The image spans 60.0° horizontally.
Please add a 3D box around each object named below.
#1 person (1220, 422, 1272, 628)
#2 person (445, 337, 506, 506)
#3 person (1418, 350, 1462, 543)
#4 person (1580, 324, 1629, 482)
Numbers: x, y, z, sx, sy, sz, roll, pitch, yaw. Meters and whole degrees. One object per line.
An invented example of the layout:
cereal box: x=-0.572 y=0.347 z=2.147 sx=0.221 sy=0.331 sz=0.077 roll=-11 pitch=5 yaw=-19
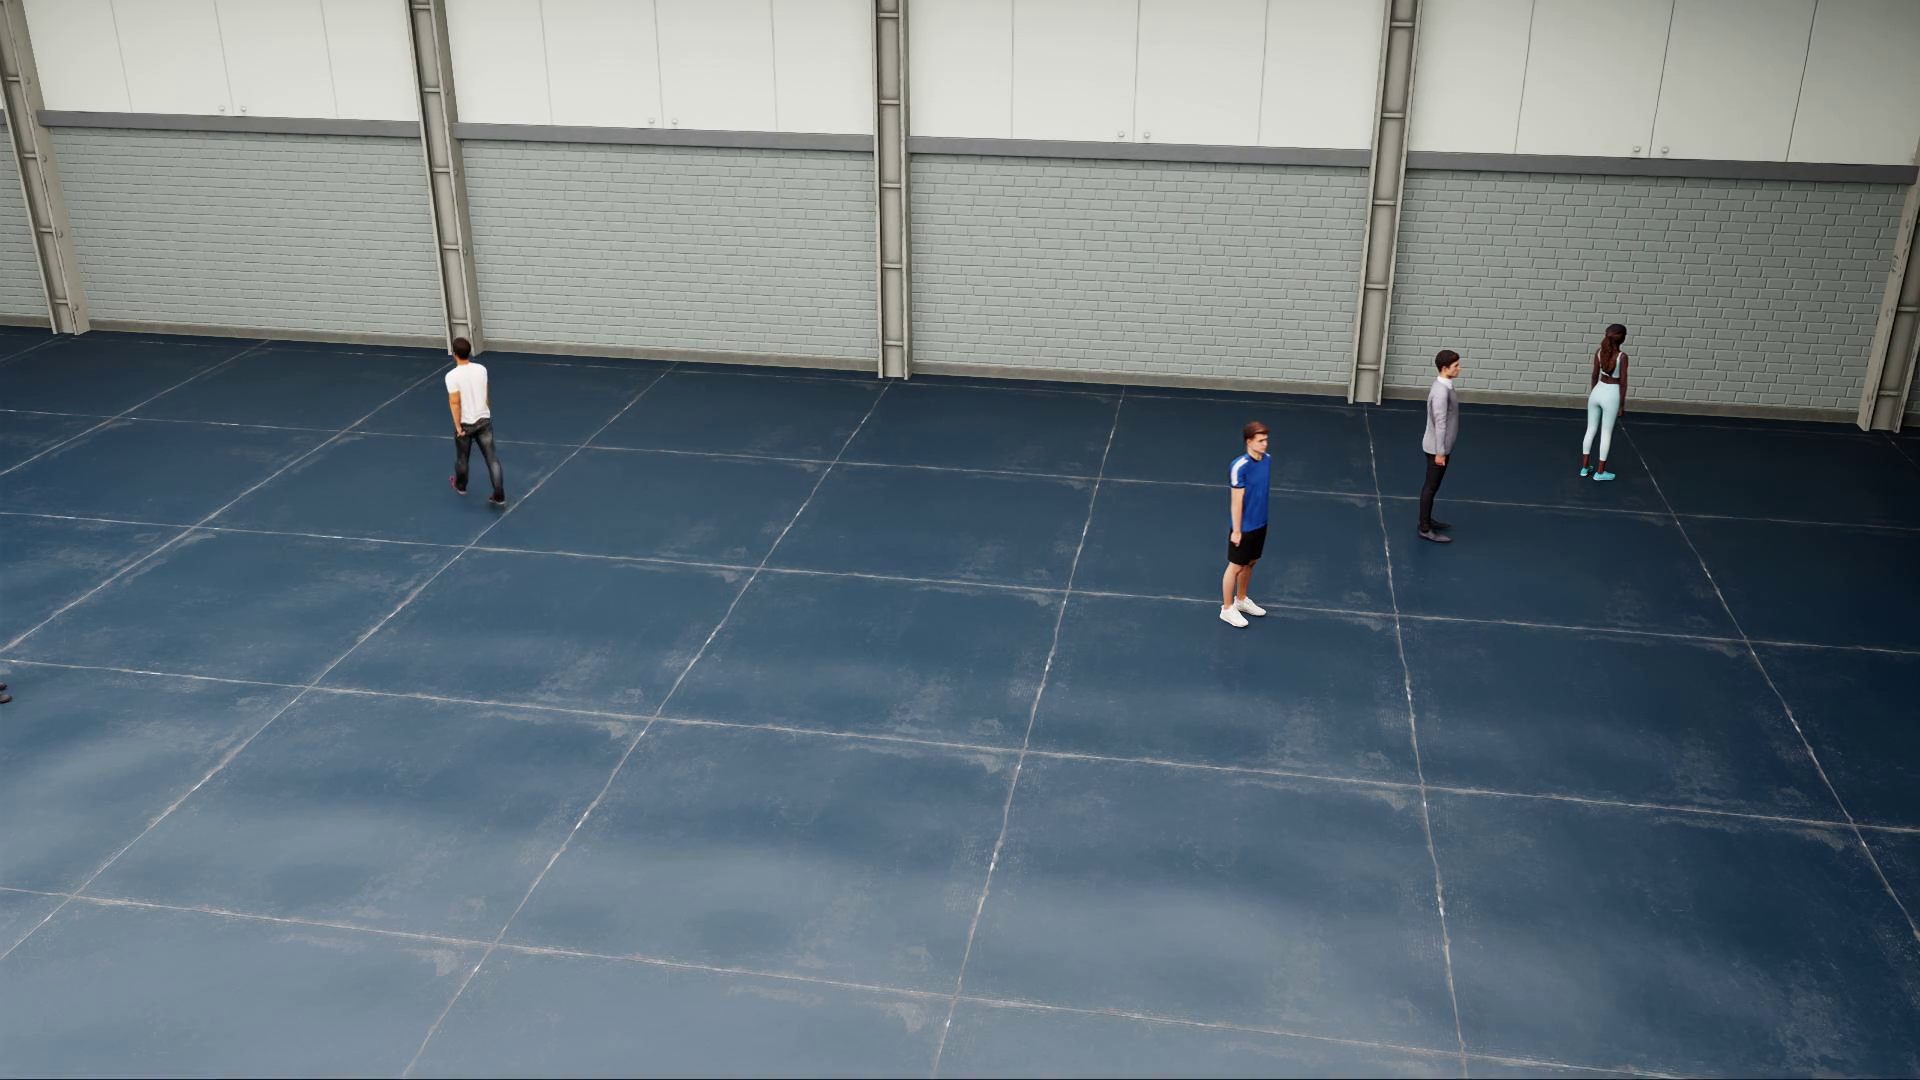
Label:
person: x=2.551 y=-0.171 z=14.728 sx=0.764 sy=1.865 sz=0.754 roll=20 pitch=30 yaw=38
person: x=-5.002 y=-1.196 z=17.266 sx=1.096 sy=1.764 sz=1.222 roll=-19 pitch=30 yaw=-38
person: x=4.743 y=-0.958 z=16.504 sx=0.654 sy=1.923 sz=0.755 roll=6 pitch=24 yaw=15
person: x=7.001 y=-1.507 z=18.050 sx=0.711 sy=1.724 sz=0.649 roll=-15 pitch=27 yaw=-32
